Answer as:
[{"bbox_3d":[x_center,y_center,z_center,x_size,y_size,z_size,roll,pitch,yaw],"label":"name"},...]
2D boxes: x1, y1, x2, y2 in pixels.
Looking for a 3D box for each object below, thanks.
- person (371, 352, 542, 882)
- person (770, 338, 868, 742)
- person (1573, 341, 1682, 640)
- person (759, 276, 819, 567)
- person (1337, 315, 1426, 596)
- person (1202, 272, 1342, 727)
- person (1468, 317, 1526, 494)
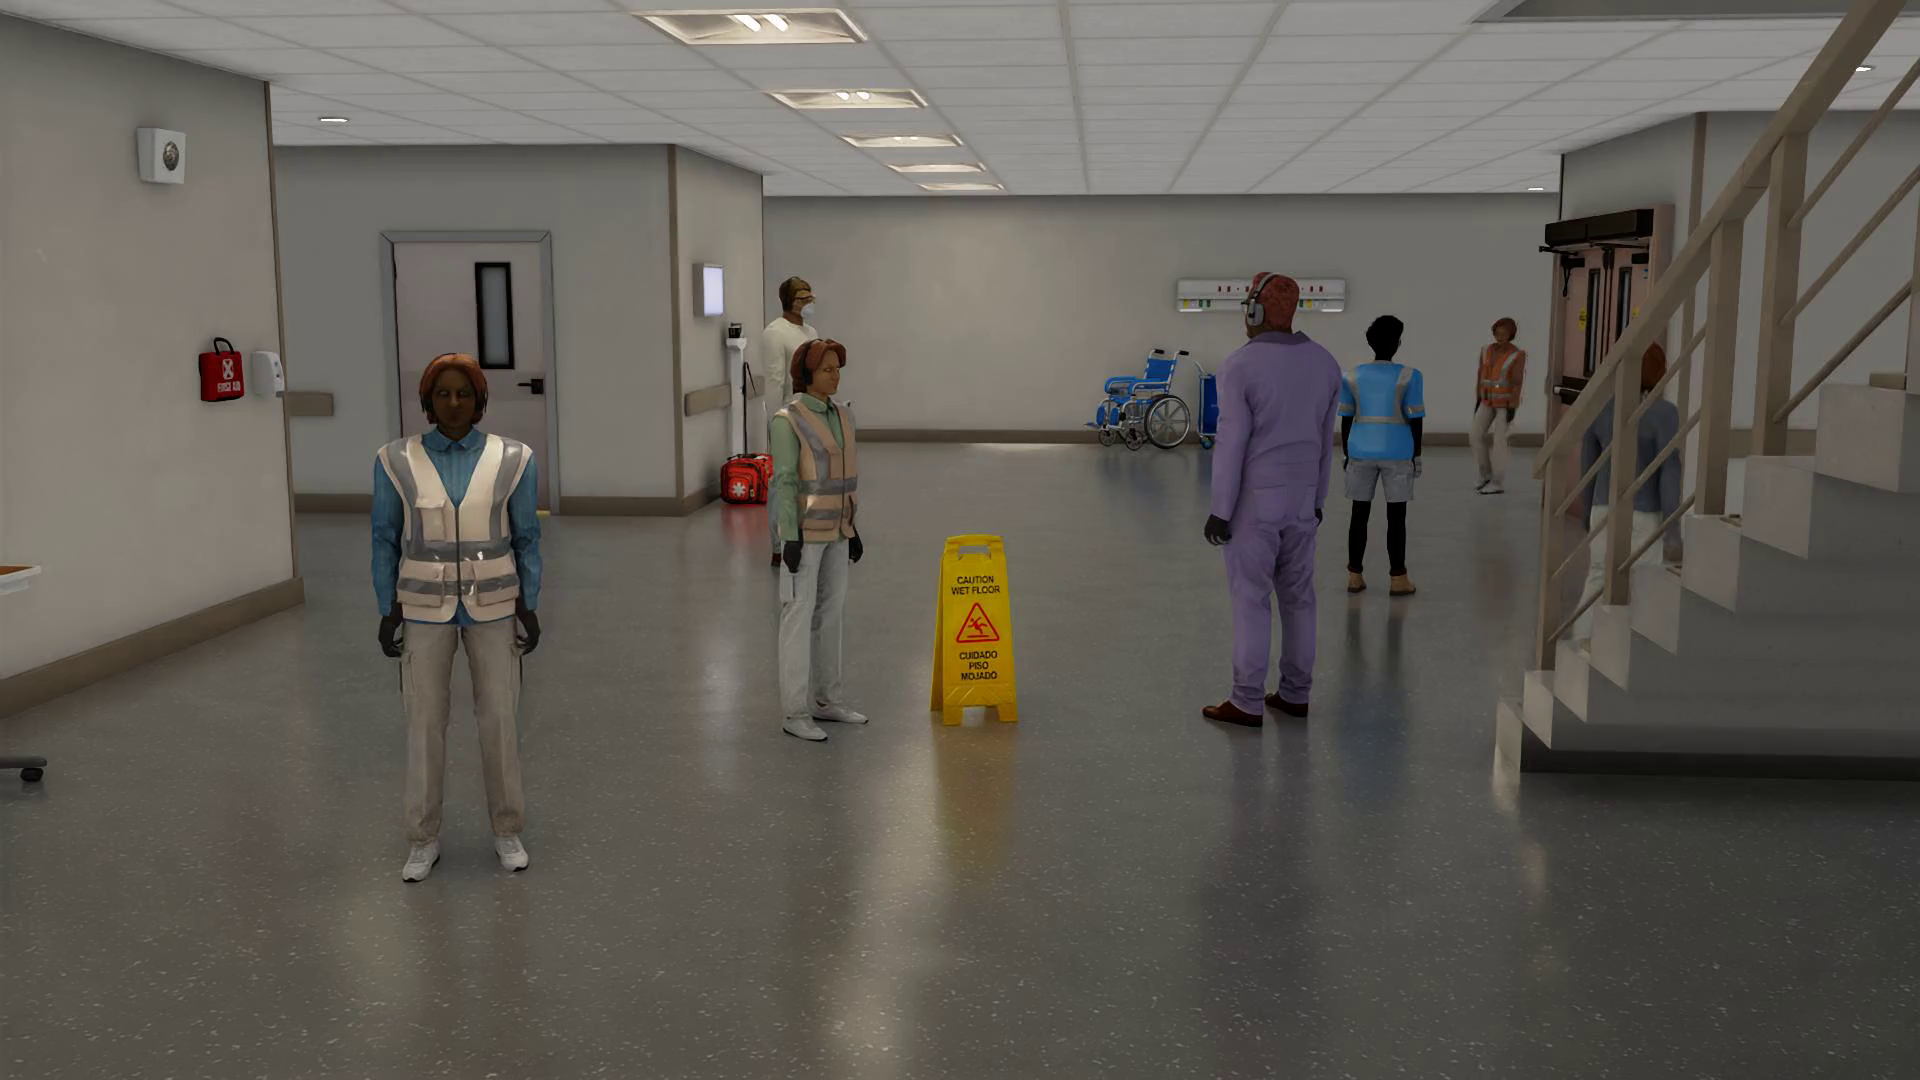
[{"bbox_3d":[-1.565,0.236,5.206,0.511,1.643,0.308,-3,9,-17],"label":"person"},{"bbox_3d":[-0.587,-0.008,6.877,0.308,1.641,0.514,5,10,29],"label":"person"},{"bbox_3d":[3.136,-0.129,7.811,0.365,1.646,0.505,-6,10,-35],"label":"person"},{"bbox_3d":[-1.101,-0.783,11.132,0.364,1.939,0.636,3,9,21],"label":"person"},{"bbox_3d":[2.550,-0.507,10.072,0.532,1.697,0.319,5,10,31],"label":"person"},{"bbox_3d":[1.294,-0.169,7.051,0.642,1.913,0.409,-6,10,-33],"label":"person"},{"bbox_3d":[4.878,-1.212,15.113,0.367,1.613,0.546,-5,10,-31],"label":"person"}]
